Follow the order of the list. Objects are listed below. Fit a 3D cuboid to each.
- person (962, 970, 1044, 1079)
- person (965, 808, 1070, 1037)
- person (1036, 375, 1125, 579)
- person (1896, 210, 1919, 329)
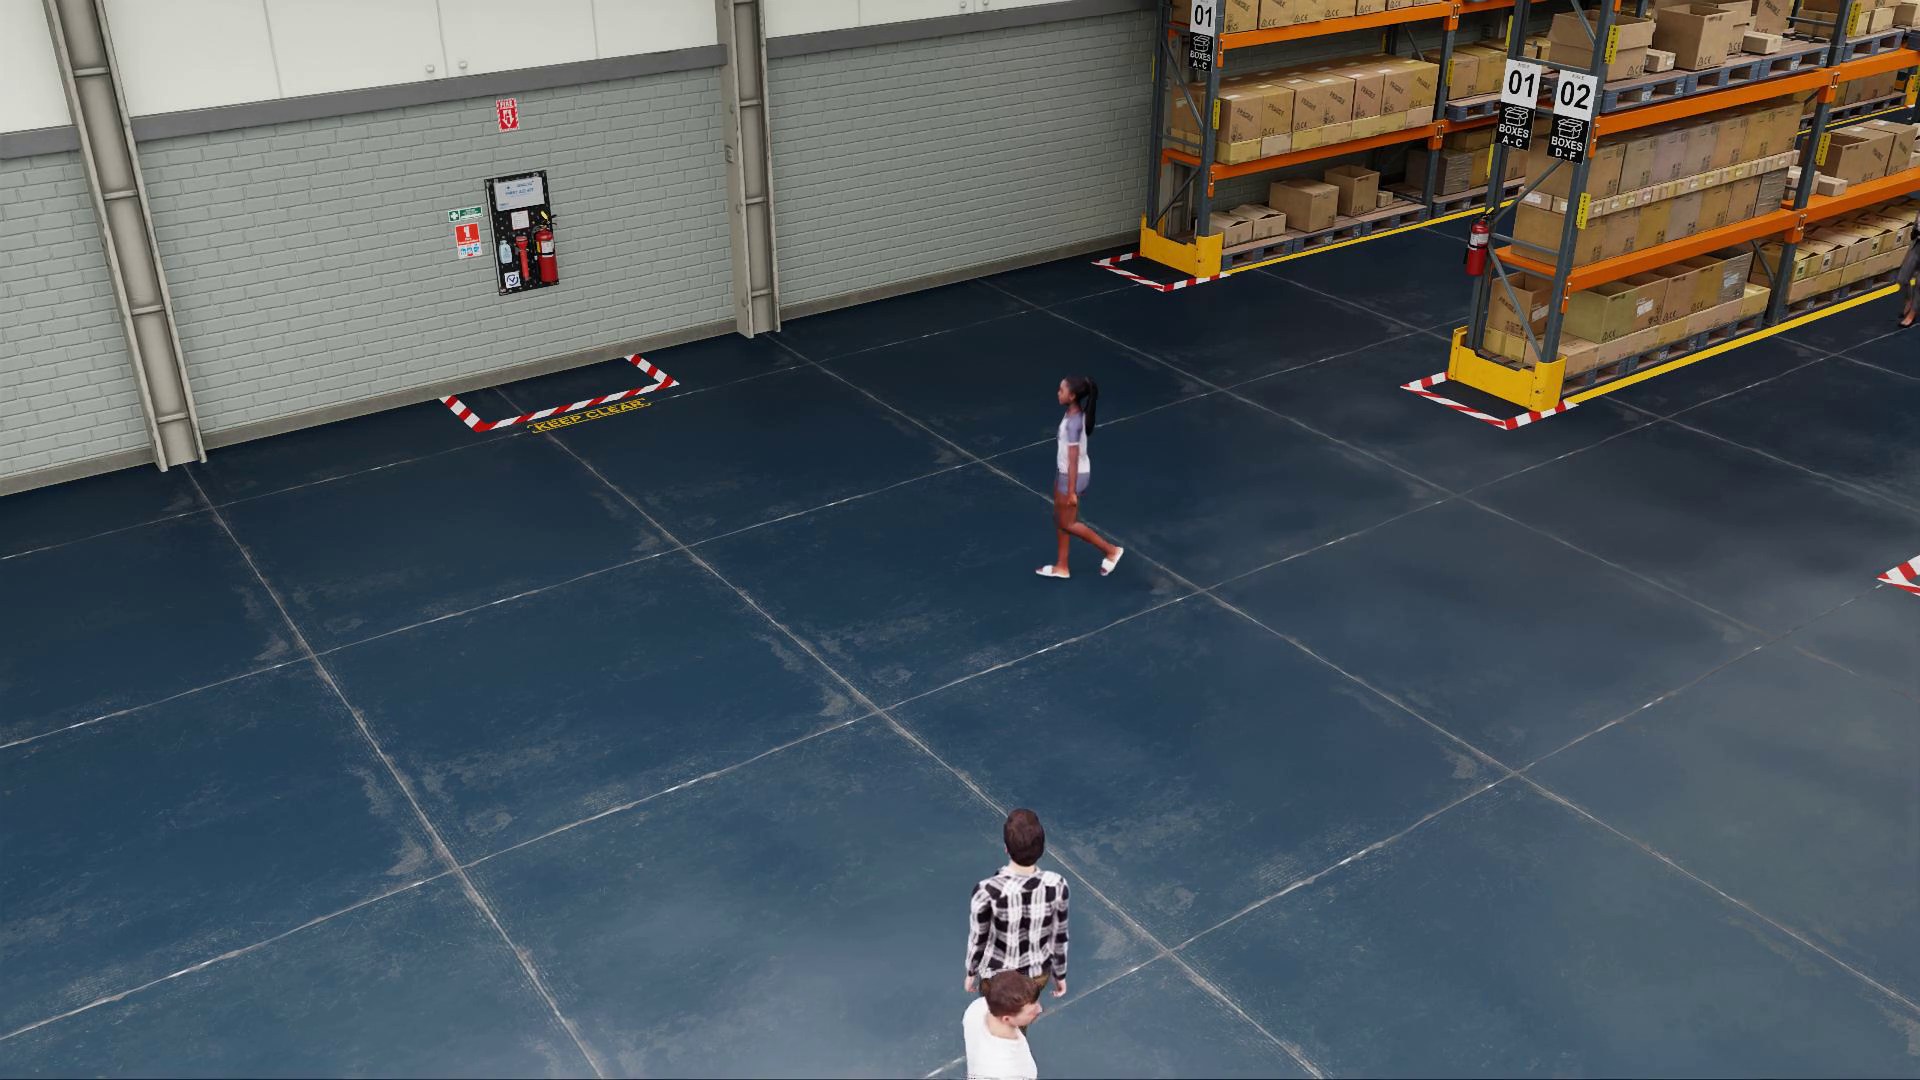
[{"bbox_3d":[0.067,2.511,6.917,0.817,1.833,0.788,-8,28,-16],"label":"person"},{"bbox_3d":[0.282,2.087,7.798,1.137,1.781,0.933,-8,28,-15],"label":"person"},{"bbox_3d":[0.943,-0.450,12.806,1.012,1.705,0.929,3,27,6],"label":"person"},{"bbox_3d":[10.516,-3.104,18.001,0.657,1.668,0.666,-10,29,-19],"label":"person"}]
